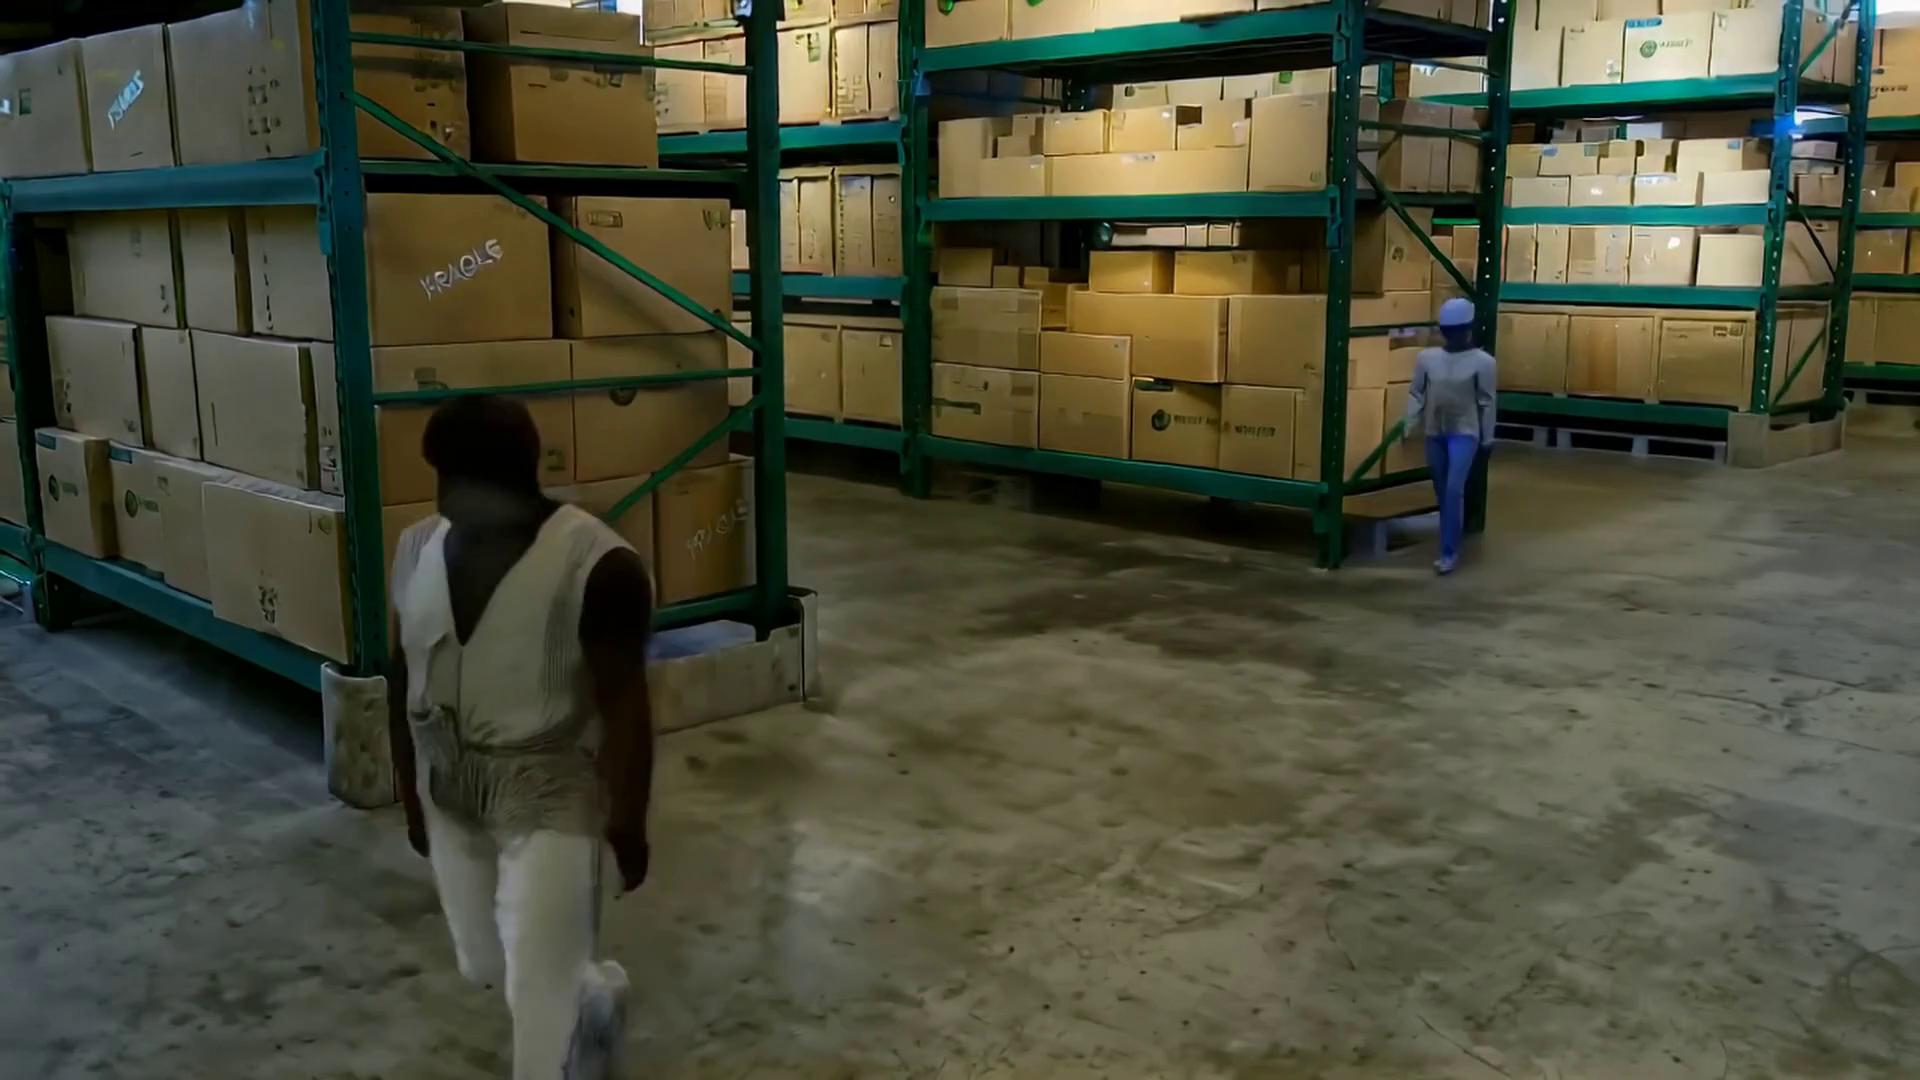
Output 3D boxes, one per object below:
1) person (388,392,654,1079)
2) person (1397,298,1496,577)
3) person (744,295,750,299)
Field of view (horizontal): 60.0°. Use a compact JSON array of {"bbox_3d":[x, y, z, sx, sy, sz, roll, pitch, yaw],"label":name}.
[{"bbox_3d":[-0.944,0.564,3.711,0.642,1.817,0.762,4,11,19],"label":"person"},{"bbox_3d":[3.039,-0.641,10.475,0.533,1.738,0.790,9,14,41],"label":"person"},{"bbox_3d":[-2.688,-2.900,22.766,0.605,1.760,1.003,-8,13,-37],"label":"person"}]
